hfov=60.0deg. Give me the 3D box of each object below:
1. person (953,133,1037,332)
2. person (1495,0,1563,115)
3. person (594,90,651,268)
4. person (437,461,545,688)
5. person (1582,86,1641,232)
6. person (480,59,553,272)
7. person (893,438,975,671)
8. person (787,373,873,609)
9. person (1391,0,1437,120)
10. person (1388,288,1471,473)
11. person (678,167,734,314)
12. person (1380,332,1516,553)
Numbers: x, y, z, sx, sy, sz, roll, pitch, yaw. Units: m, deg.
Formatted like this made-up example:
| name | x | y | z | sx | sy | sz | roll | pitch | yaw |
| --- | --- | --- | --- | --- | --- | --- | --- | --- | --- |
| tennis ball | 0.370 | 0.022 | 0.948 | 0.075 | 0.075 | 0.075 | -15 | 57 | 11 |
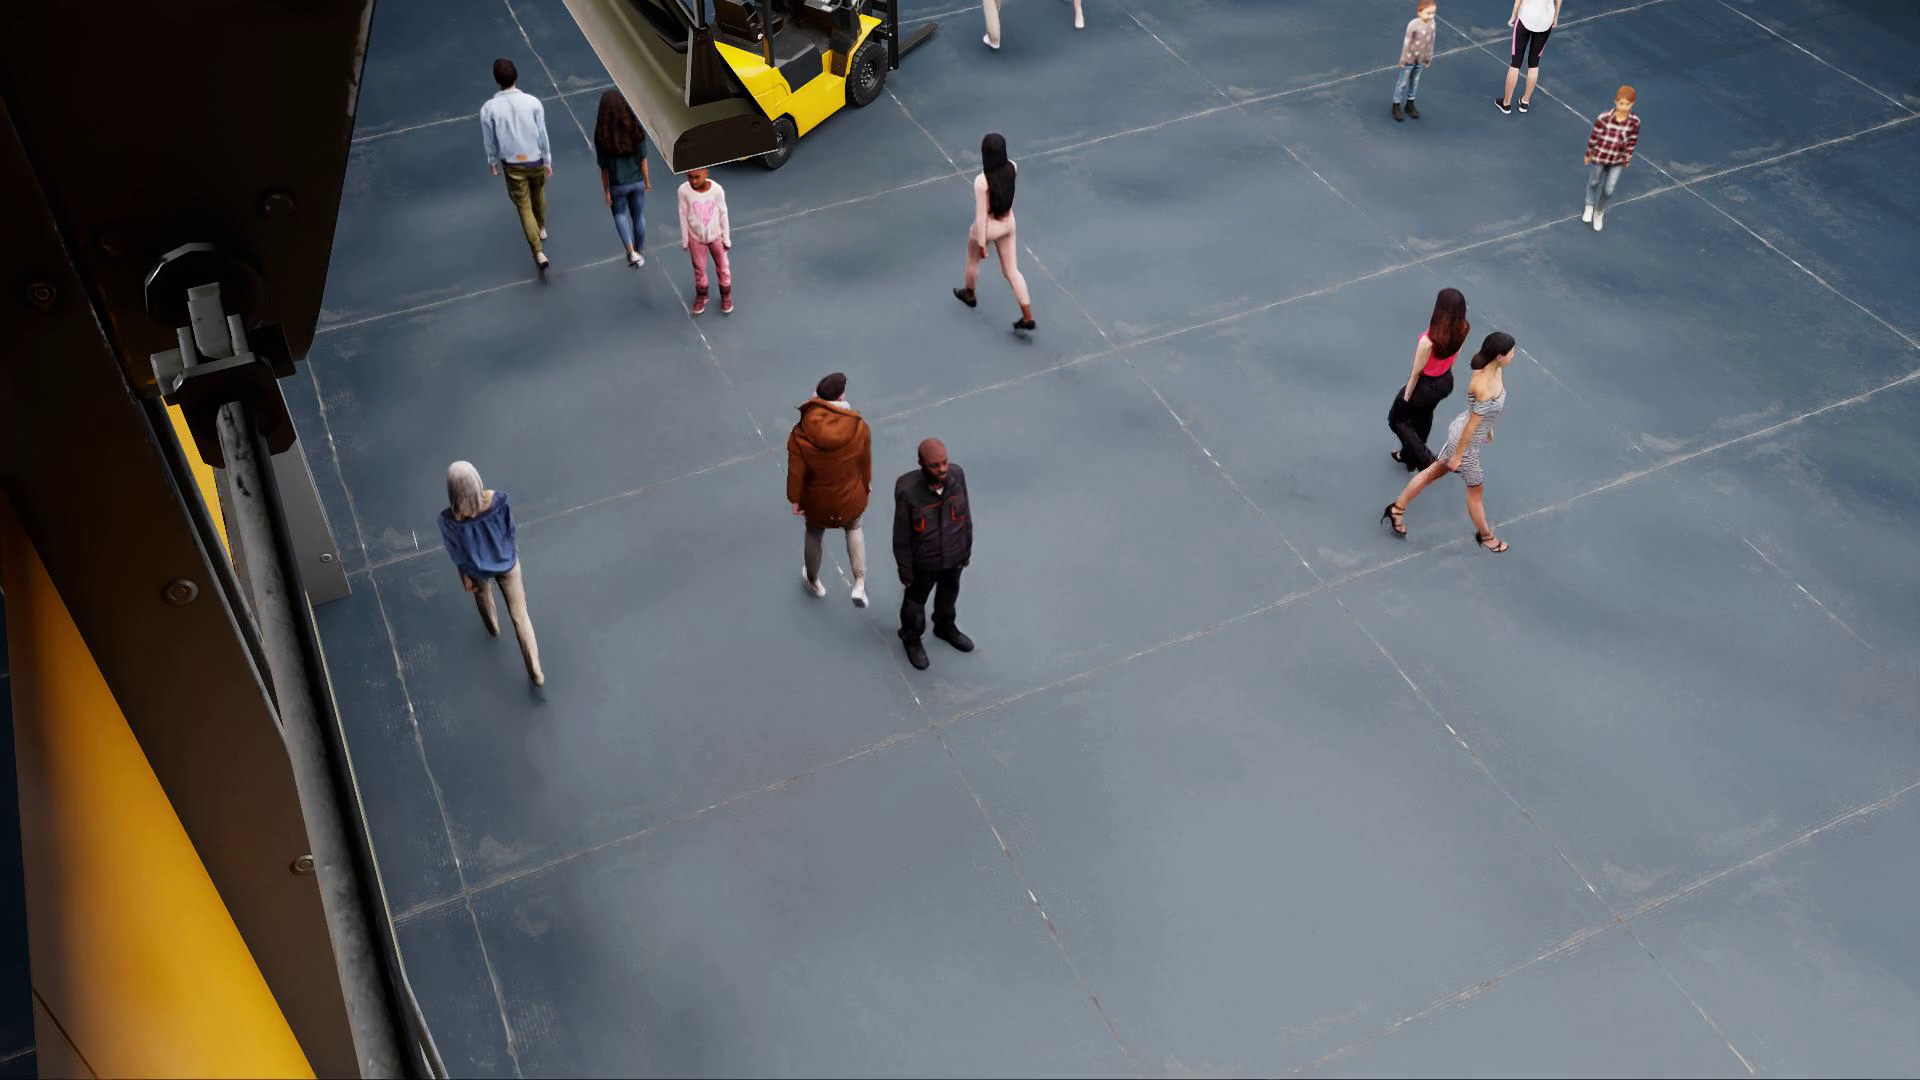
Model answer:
| name | x | y | z | sx | sy | sz | roll | pitch | yaw |
| --- | --- | --- | --- | --- | --- | --- | --- | --- | --- |
| person | 0.343 | -2.399 | 13.222 | 0.877 | 1.678 | 1.242 | -31 | 52 | -28 |
| person | 5.443 | -4.903 | 15.773 | 0.681 | 1.785 | 0.654 | -1 | 44 | -1 |
| person | -2.758 | -2.940 | 13.844 | 0.608 | 1.603 | 0.721 | -15 | 46 | -15 |
| person | -2.916 | 0.226 | 10.482 | 0.594 | 1.656 | 1.129 | -18 | 46 | -18 |
| person | 5.676 | -3.393 | 14.539 | 0.682 | 1.300 | 0.742 | 15 | 46 | 15 |
| person | -3.633 | -3.099 | 13.887 | 0.762 | 1.773 | 1.210 | -14 | 45 | -14 |
| person | -0.174 | 0.050 | 10.548 | 0.705 | 1.820 | 0.615 | -22 | 48 | -21 |
| person | -0.796 | -0.265 | 10.882 | 0.823 | 1.816 | 0.946 | -14 | 45 | -14 |
| person | 4.351 | -4.628 | 15.912 | 0.511 | 1.194 | 0.510 | -10 | 45 | -11 |
| person | 3.375 | -1.047 | 11.823 | 0.647 | 1.649 | 0.826 | -25 | 49 | -24 |
| person | -2.060 | -2.506 | 13.506 | 0.613 | 1.441 | 0.621 | 0 | 44 | 0 |
| person | 3.334 | -0.661 | 11.336 | 1.156 | 1.763 | 1.094 | 16 | 46 | 16 |
